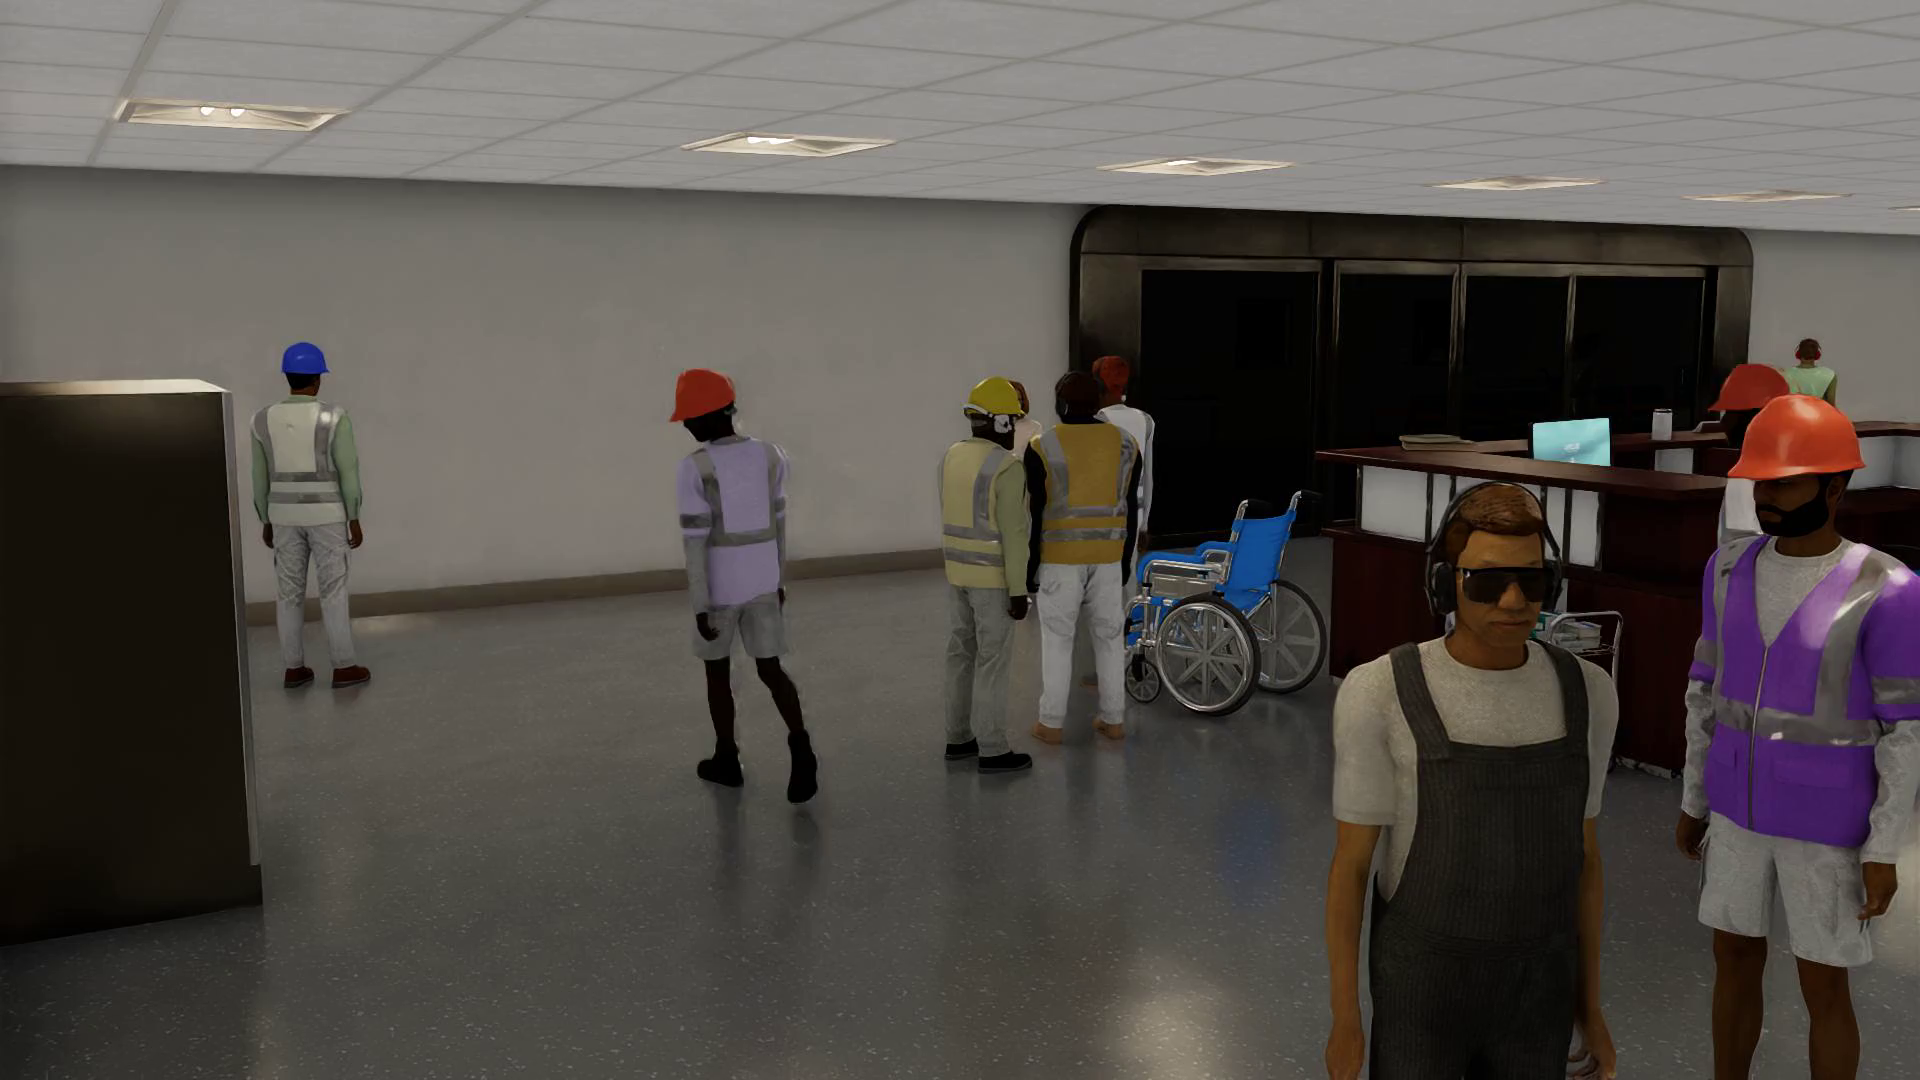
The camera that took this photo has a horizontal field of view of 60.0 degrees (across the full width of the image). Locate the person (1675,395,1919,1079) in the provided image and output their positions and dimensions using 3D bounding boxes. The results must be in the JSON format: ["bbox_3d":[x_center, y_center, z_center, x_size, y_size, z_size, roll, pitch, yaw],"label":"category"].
[{"bbox_3d":[1.915,0.631,3.882,0.365,1.935,0.553,-5,9,-30],"label":"person"}]

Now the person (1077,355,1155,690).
[{"bbox_3d":[0.832,-0.091,9.324,0.585,1.883,0.395,-8,11,-44],"label":"person"}]

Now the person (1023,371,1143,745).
[{"bbox_3d":[0.584,0.088,8.213,0.625,1.835,0.431,-3,8,-18],"label":"person"}]

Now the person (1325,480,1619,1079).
[{"bbox_3d":[0.892,0.811,2.901,0.520,1.844,0.330,-1,8,-8],"label":"person"}]

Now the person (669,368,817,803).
[{"bbox_3d":[-0.924,0.203,7.171,0.578,1.888,0.834,-6,10,-36],"label":"person"}]

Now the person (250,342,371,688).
[{"bbox_3d":[-3.651,-0.131,9.352,0.602,1.949,0.395,1,8,5],"label":"person"}]

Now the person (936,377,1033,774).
[{"bbox_3d":[0.129,0.161,7.713,0.404,1.825,0.595,-5,10,-35],"label":"person"}]

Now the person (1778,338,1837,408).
[{"bbox_3d":[8.544,-1.115,16.859,0.575,1.841,0.375,4,9,29],"label":"person"}]
